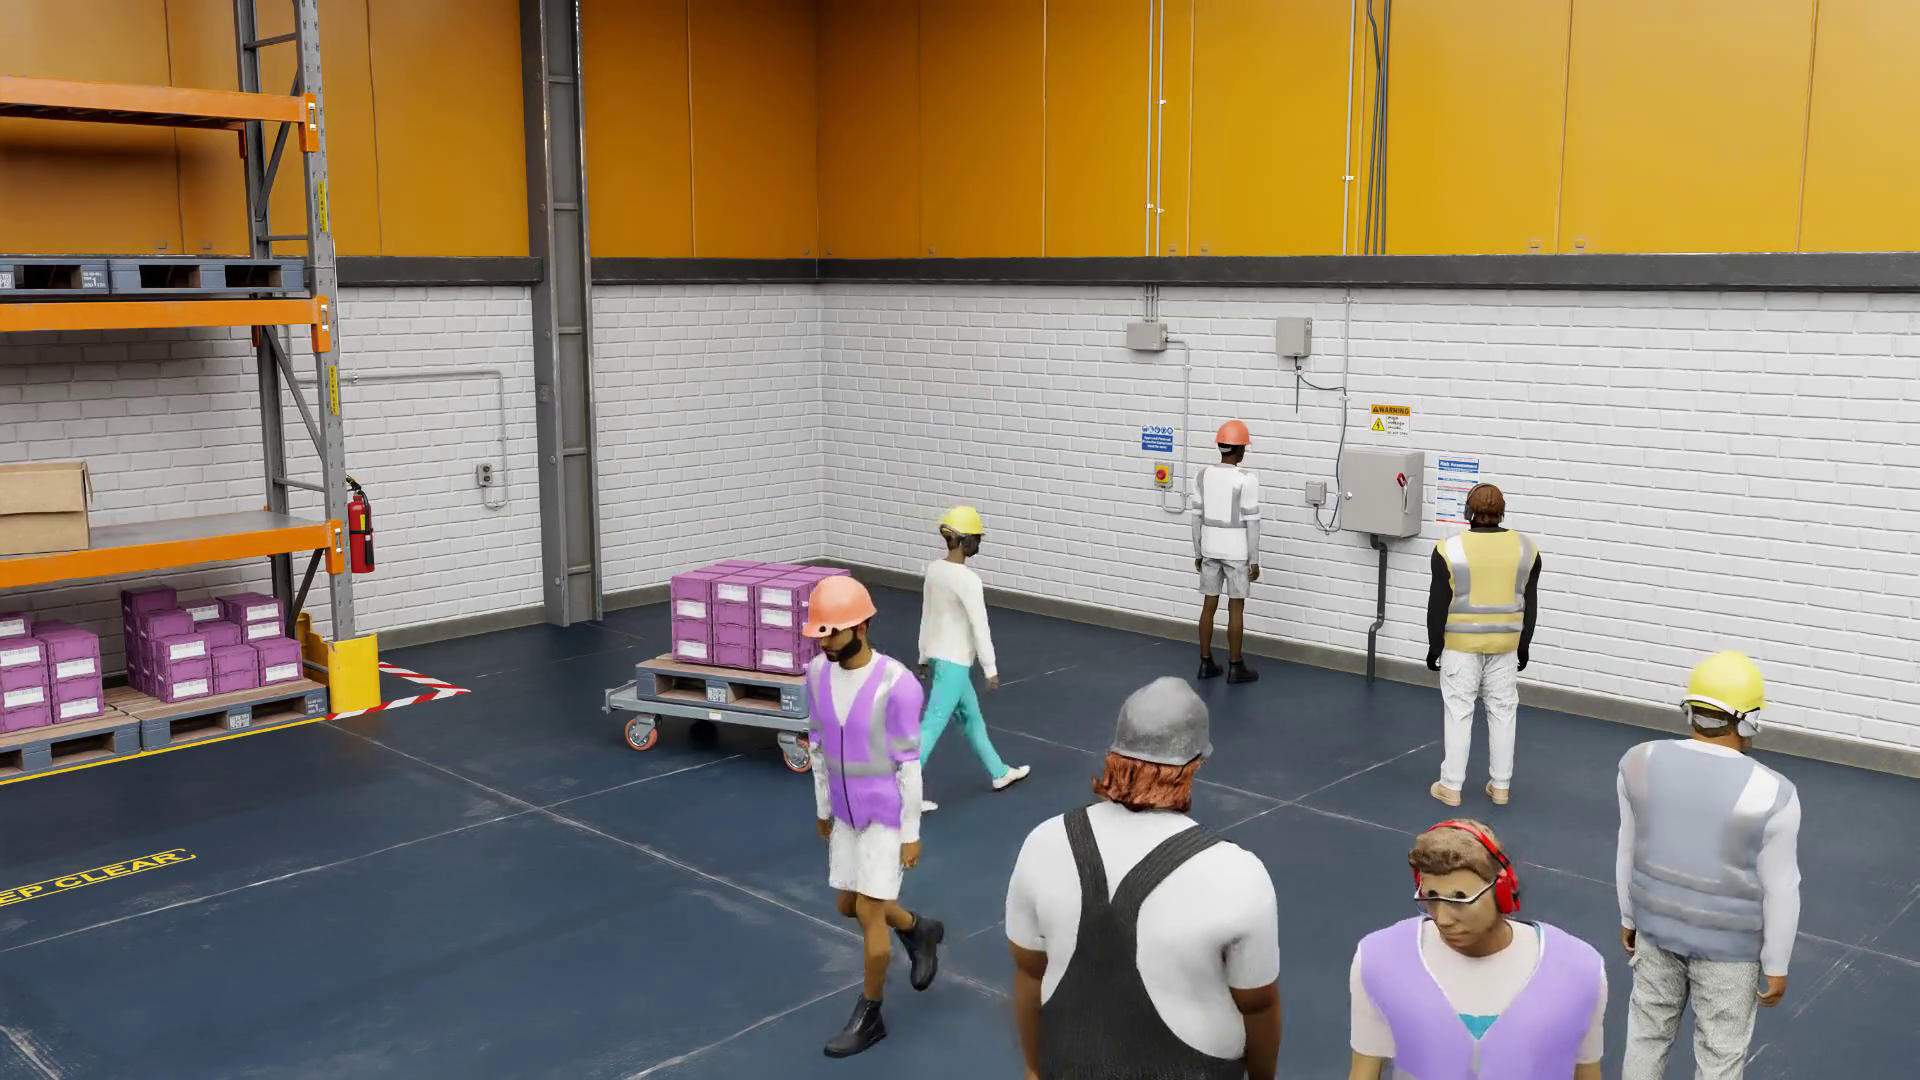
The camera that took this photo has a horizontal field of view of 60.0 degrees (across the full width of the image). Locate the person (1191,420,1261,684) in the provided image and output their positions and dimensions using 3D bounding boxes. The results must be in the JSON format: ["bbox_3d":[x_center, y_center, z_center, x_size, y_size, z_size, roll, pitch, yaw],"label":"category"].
[{"bbox_3d":[1.973,0.084,12.228,0.552,1.935,0.373,8,12,40],"label":"person"}]

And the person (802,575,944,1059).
[{"bbox_3d":[-0.319,1.037,6.542,0.551,1.900,0.732,7,12,38],"label":"person"}]

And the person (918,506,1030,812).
[{"bbox_3d":[0.001,0.663,9.385,0.958,1.702,0.554,-5,10,-27],"label":"person"}]

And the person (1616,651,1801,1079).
[{"bbox_3d":[2.410,1.259,5.391,0.404,1.824,0.586,-8,12,-41],"label":"person"}]

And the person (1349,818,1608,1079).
[{"bbox_3d":[1.201,1.506,3.902,0.599,1.809,0.467,3,10,20],"label":"person"}]

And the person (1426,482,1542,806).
[{"bbox_3d":[2.931,0.592,9.406,0.627,1.844,0.429,0,9,-3],"label":"person"}]
